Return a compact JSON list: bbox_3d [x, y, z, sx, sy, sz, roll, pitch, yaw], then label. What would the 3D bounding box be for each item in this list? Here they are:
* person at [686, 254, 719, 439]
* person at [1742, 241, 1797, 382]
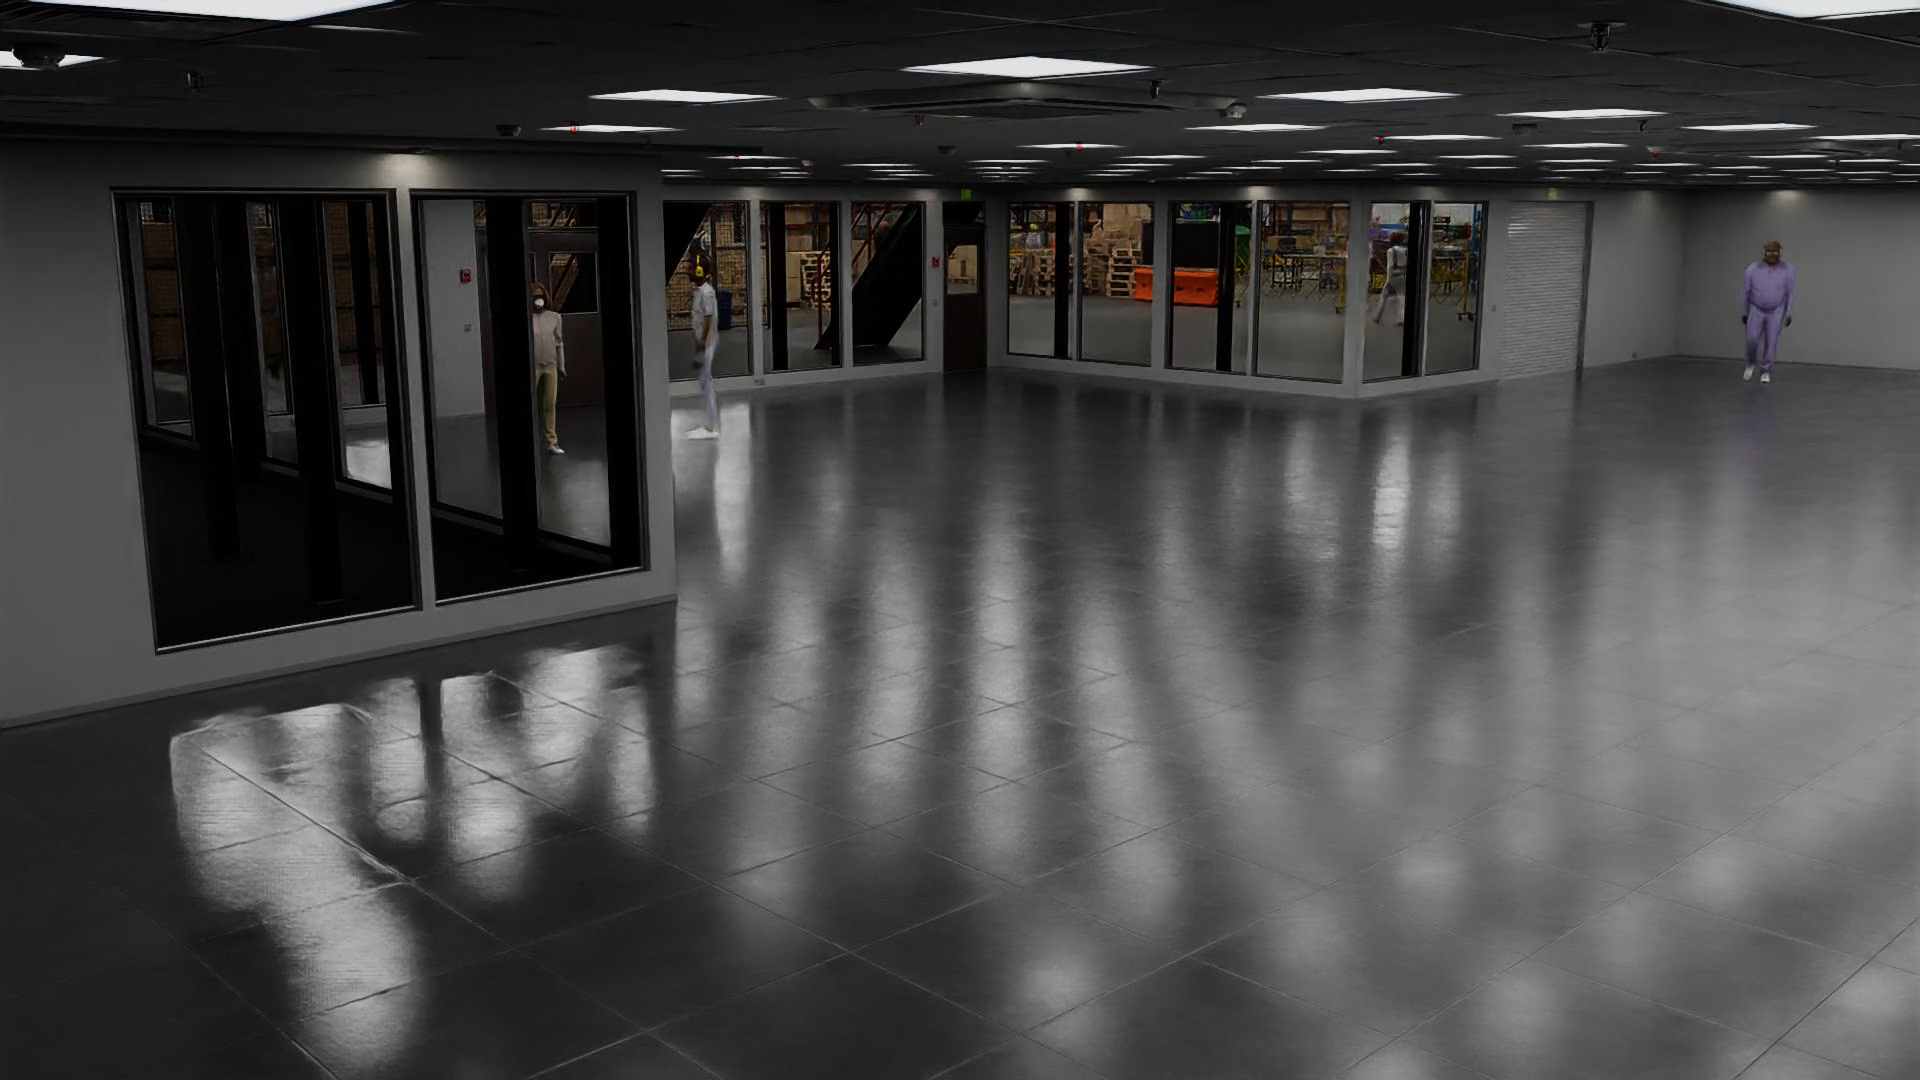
[{"bbox_3d":[-2.629,-1.950,16.855,0.363,1.865,0.573,-3,12,-13],"label":"person"},{"bbox_3d":[10.805,-3.046,22.261,0.644,1.890,0.512,6,13,26],"label":"person"}]
